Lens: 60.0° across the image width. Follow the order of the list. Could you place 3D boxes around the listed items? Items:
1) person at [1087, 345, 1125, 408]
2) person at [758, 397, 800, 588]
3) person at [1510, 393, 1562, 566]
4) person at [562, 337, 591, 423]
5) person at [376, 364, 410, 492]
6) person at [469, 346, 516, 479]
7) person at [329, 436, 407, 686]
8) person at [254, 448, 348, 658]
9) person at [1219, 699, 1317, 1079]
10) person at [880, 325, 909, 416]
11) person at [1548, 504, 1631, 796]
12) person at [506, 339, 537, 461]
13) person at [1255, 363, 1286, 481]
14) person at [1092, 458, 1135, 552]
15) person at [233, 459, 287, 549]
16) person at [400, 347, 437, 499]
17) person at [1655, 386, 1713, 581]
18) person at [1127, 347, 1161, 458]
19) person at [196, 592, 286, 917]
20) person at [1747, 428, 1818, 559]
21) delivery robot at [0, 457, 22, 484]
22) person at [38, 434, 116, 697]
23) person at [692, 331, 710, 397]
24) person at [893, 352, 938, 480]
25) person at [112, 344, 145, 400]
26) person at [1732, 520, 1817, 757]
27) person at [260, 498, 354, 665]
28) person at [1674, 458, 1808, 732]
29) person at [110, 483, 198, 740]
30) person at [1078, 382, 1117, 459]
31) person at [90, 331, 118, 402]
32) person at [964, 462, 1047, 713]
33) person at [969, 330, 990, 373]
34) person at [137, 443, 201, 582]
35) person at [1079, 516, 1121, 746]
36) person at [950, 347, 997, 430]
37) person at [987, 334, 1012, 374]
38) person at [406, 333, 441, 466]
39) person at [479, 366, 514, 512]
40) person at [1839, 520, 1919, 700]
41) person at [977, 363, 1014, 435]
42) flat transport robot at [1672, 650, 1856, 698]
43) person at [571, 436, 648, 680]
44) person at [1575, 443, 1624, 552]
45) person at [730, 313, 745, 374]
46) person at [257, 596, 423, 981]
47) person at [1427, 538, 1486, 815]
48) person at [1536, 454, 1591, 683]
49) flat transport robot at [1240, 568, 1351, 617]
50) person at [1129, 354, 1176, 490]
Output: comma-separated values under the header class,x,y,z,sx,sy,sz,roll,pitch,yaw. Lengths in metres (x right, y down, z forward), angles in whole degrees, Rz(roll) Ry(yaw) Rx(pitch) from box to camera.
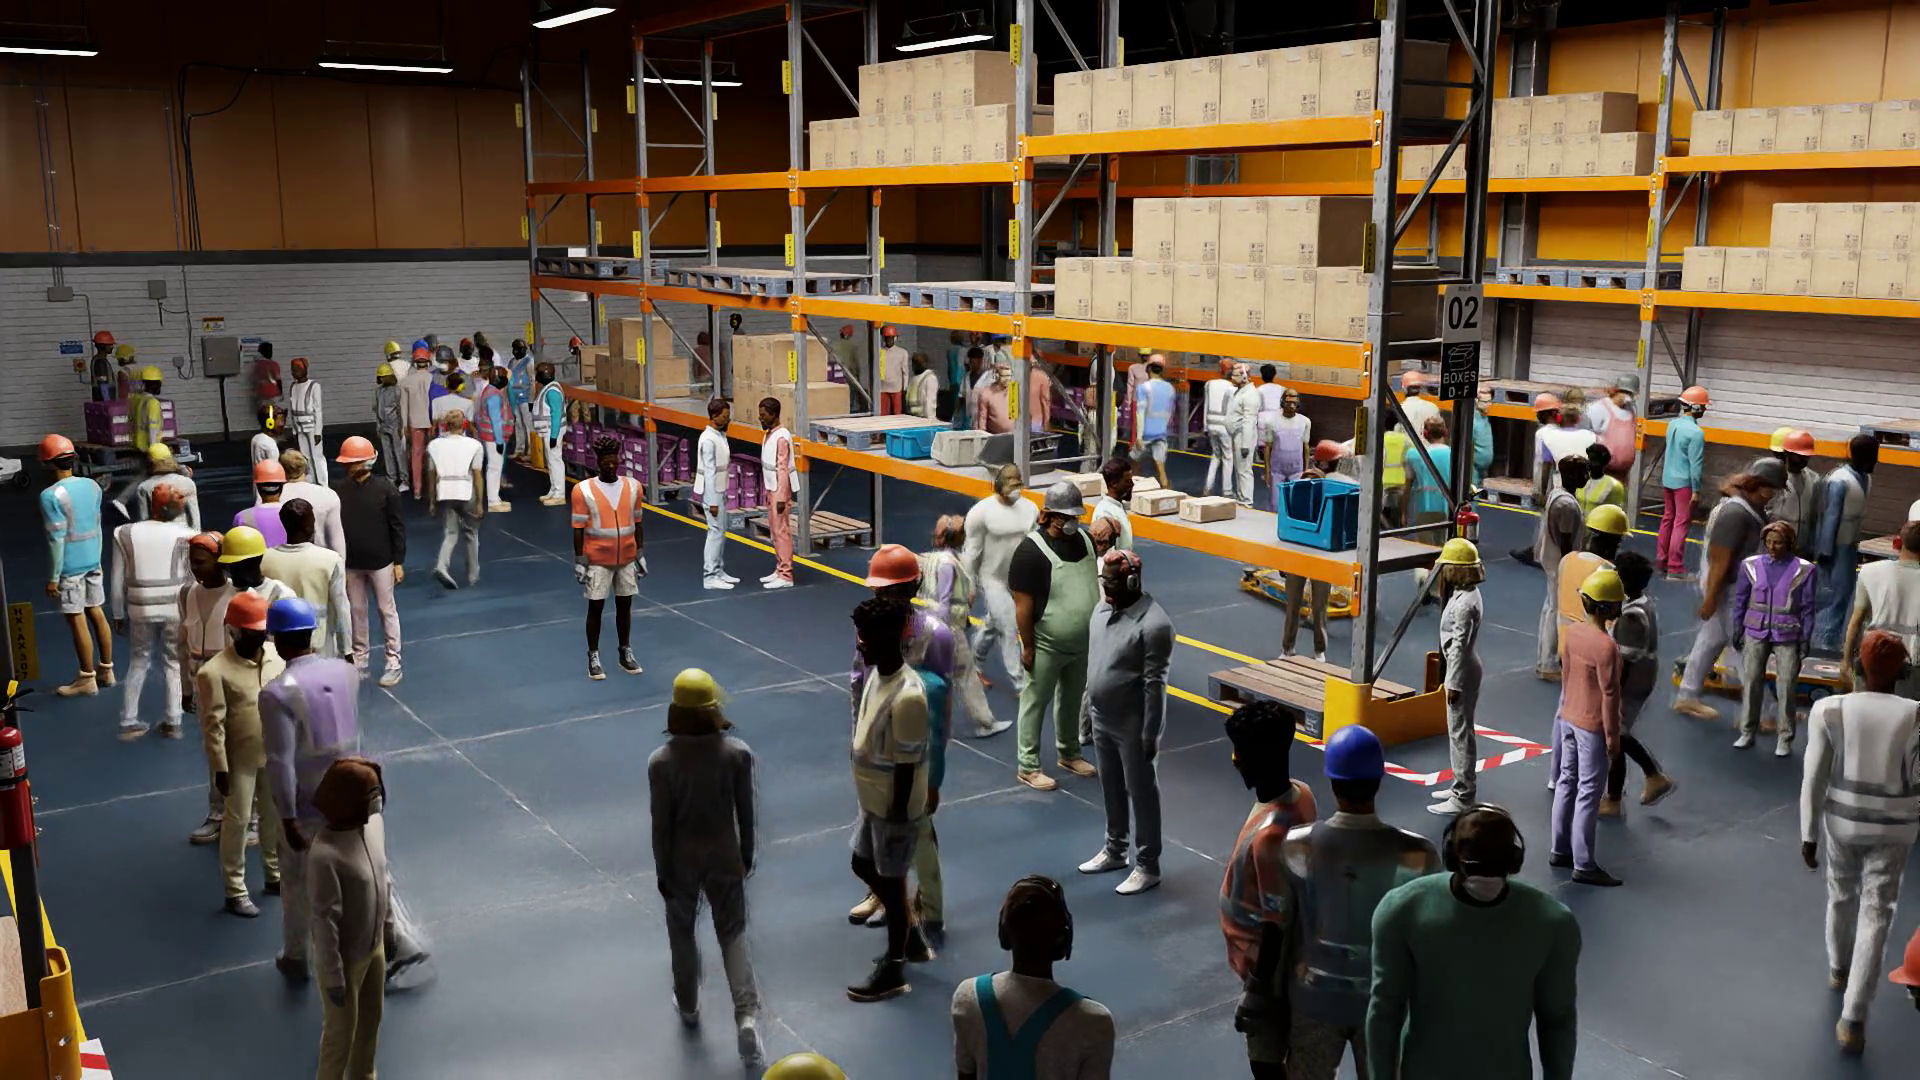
class,x,y,z,sx,sy,sz,roll,pitch,yaw
person,2.112,-1.998,24.078,0.535,2.000,0.681,0,11,-2
person,-1.819,-0.479,16.653,0.405,1.909,0.597,-4,12,-18
person,6.232,-0.578,17.264,0.580,1.881,1.010,-8,14,-36
person,-6.170,-2.390,26.821,0.570,1.751,0.329,-10,15,-43
person,-7.658,-1.502,22.339,0.490,1.737,0.334,6,13,30
person,-6.534,-1.752,23.310,0.633,1.915,0.704,-4,12,-21
person,-4.680,0.167,13.120,0.625,1.991,0.380,2,11,9
person,-5.076,0.255,12.852,0.644,1.927,0.381,-2,11,-12
person,1.133,1.543,6.166,0.381,1.958,0.602,3,12,17
person,-1.111,-2.380,26.145,0.608,1.997,0.375,2,11,8
person,3.987,0.718,10.510,0.400,1.916,0.590,-3,11,-15
person,-6.655,-2.124,25.227,0.625,1.847,0.429,9,14,38
person,4.290,-1.597,22.956,0.543,1.673,0.595,-3,11,-13
person,1.117,0.339,12.431,0.394,1.920,0.587,2,11,10
person,-5.056,0.363,12.303,0.552,1.923,0.390,-7,13,-31
person,-7.016,-1.532,21.849,0.613,1.984,0.409,-3,11,-14
person,7.387,-0.572,16.940,0.407,1.987,0.608,-1,11,-5
person,2.811,-2.130,25.451,0.525,1.771,0.305,1,11,4
person,-3.745,1.125,8.861,0.359,1.742,0.567,6,12,27
person,6.995,-0.015,14.250,0.587,1.918,0.406,8,14,35
delivery robot,-12.921,-0.941,22.239,0.477,0.478,0.707,2,11,11
person,-6.854,0.200,12.832,0.395,2.040,0.609,1,11,7
person,-4.627,-3.010,30.330,0.514,1.620,0.538,-4,12,-21
person,-0.472,-1.746,23.401,0.924,1.809,0.643,-7,13,-30
person,-12.457,-2.058,25.035,0.668,1.787,0.605,2,11,11
person,5.606,0.668,11.487,0.524,1.631,0.319,9,14,38
person,-4.200,0.689,10.651,0.597,1.914,0.370,-1,11,-6
person,5.723,0.354,12.042,0.979,2.000,0.752,7,13,33
person,-5.659,0.516,11.725,0.653,1.847,0.392,-3,12,-17
person,1.730,-1.185,20.968,0.515,1.631,0.312,5,12,22
person,-12.438,-2.031,24.273,0.406,2.034,0.612,-6,12,-27
person,0.324,0.320,12.668,0.653,1.876,1.077,-7,13,-34
person,0.308,-2.560,27.383,0.369,1.878,0.588,-3,11,-14
person,-7.049,-0.023,14.860,0.495,1.680,0.927,-5,12,-24
person,0.990,0.651,11.549,0.511,1.640,0.308,8,13,35
person,0.174,-1.665,22.666,0.987,1.911,0.625,-10,15,-42
person,0.684,-2.633,27.825,0.567,1.844,0.375,4,12,19
person,-7.774,-2.026,24.219,0.693,2.000,0.867,9,14,39
person,-5.818,-1.273,20.917,0.432,1.835,0.631,-3,11,-15
person,5.885,0.775,10.481,0.615,1.812,0.474,4,12,22
person,0.537,-1.227,20.502,0.664,1.904,0.417,-2,11,-12
flat transport robot,6.372,1.055,12.997,1.431,0.197,0.652,6,12,27
person,-2.804,0.133,13.360,0.613,1.963,0.362,-7,13,-33
person,5.823,-0.081,15.231,0.836,1.663,0.534,-8,13,-34
person,-4.196,-3.330,31.329,0.329,1.873,0.516,1,11,5
person,-3.010,1.225,7.963,0.791,1.901,0.610,6,13,29
person,3.083,0.843,10.328,0.334,1.734,0.480,3,11,16
person,4.797,0.226,13.229,0.349,1.841,0.509,2,11,11
flat transport robot,3.310,0.481,15.927,0.652,0.197,1.431,-4,12,-18
person,2.348,-1.331,20.848,0.666,1.970,1.012,-7,13,-32
